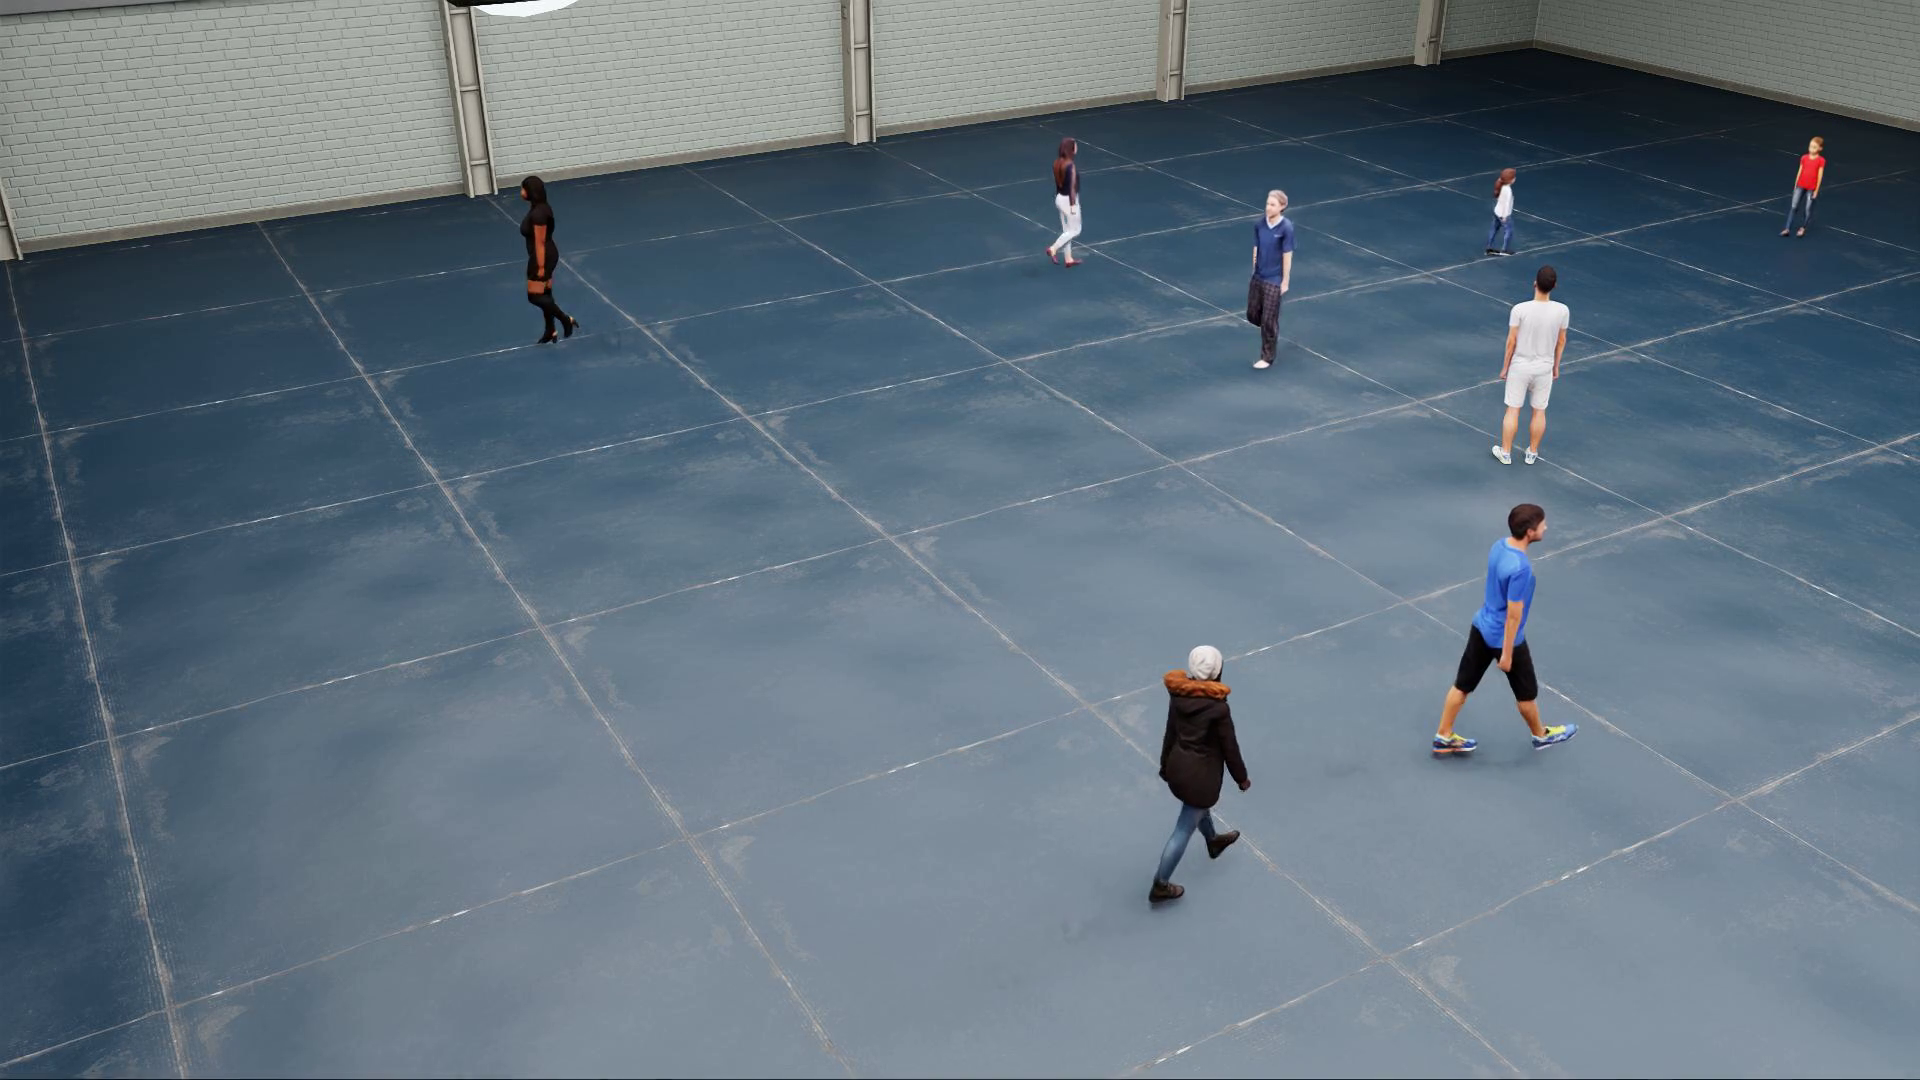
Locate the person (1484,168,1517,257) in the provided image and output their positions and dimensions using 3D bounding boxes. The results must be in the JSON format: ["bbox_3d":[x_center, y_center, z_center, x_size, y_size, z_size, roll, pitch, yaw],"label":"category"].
[{"bbox_3d":[6.692,-4.070,20.666,0.631,1.096,0.542,-5,28,-10],"label":"person"}]

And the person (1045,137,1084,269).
[{"bbox_3d":[1.255,-4.041,20.061,0.801,1.598,0.676,-10,29,-19],"label":"person"}]

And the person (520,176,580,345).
[{"bbox_3d":[-4.351,-2.940,17.657,0.863,1.842,0.804,-3,27,-6],"label":"person"}]

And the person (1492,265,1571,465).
[{"bbox_3d":[5.147,-1.565,14.972,0.713,1.856,0.827,1,27,2],"label":"person"}]

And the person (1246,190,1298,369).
[{"bbox_3d":[3.261,-2.713,17.200,0.870,1.856,0.777,-25,36,-39],"label":"person"}]

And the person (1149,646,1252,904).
[{"bbox_3d":[1.306,1.378,9.543,1.049,1.592,0.692,-17,32,-30],"label":"person"}]

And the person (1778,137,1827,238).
[{"bbox_3d":[10.904,-4.523,21.332,0.835,1.293,0.608,-24,36,-39],"label":"person"}]

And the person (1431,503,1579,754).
[{"bbox_3d":[3.388,0.630,10.744,1.250,1.823,0.945,-3,27,-7],"label":"person"}]
